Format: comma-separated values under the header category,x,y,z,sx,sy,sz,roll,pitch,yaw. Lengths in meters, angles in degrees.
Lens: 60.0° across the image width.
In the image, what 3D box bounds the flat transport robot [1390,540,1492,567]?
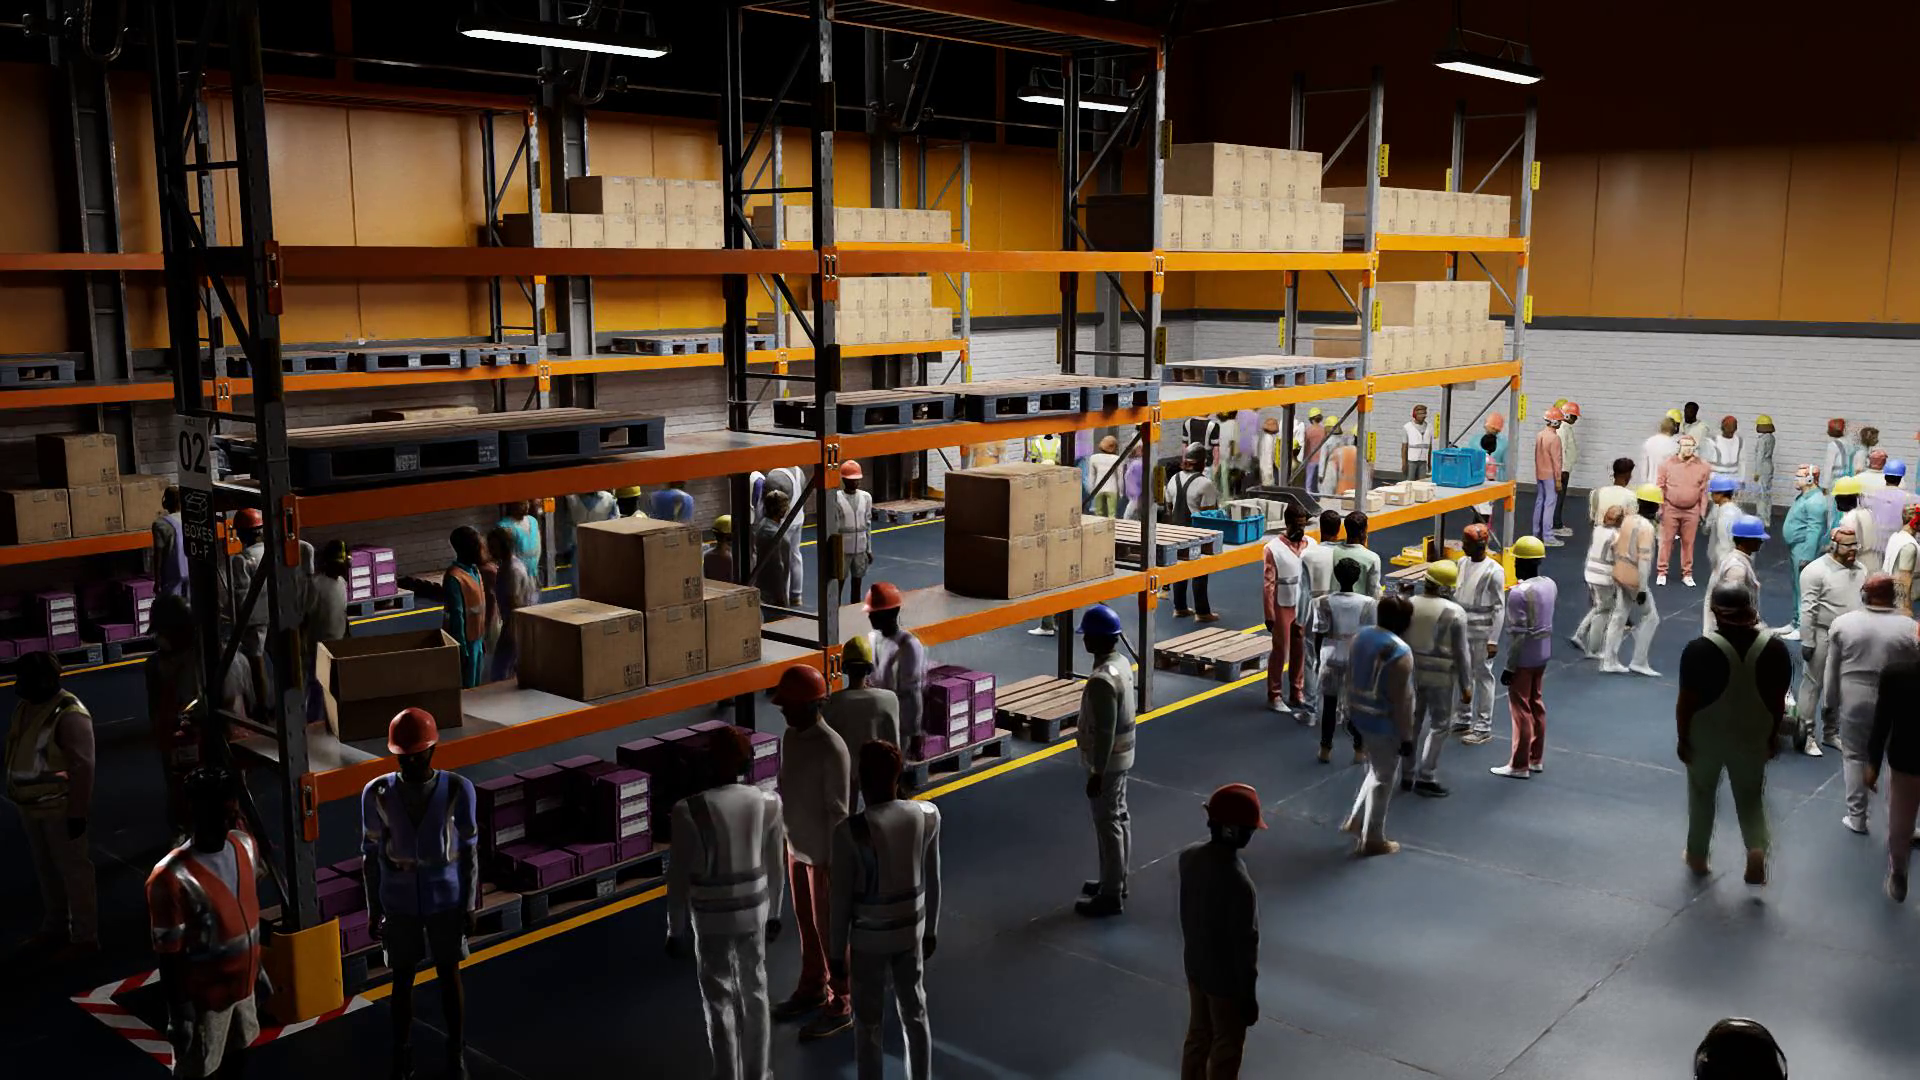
category,x,y,z,sx,sy,sz,roll,pitch,yaw
flat transport robot,6.499,0.189,22.432,1.431,0.197,0.652,-8,12,-40

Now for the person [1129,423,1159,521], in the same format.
category,x,y,z,sx,sy,sz,roll,pitch,yaw
person,2.833,-1.107,25.809,0.485,1.736,0.308,6,11,32

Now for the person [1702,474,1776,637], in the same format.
category,x,y,z,sx,sy,sz,roll,pitch,yaw
person,7.927,0.278,17.010,0.743,1.916,0.626,6,11,34

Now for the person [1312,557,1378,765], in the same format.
category,x,y,z,sx,sy,sz,roll,pitch,yaw
person,3.115,0.979,13.460,0.535,1.700,0.318,2,10,11

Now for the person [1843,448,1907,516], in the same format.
category,x,y,z,sx,sy,sz,roll,pitch,yaw
person,10.644,-0.125,19.418,0.639,1.913,0.407,3,10,15

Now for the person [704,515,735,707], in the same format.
category,x,y,z,sx,sy,sz,roll,pitch,yaw
person,-2.165,0.643,15.302,0.353,1.757,0.524,-8,12,-40

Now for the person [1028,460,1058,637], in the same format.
category,x,y,z,sx,sy,sz,roll,pitch,yaw
person,0.967,0.086,18.107,0.366,1.926,0.593,7,12,37

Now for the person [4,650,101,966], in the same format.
category,x,y,z,sx,sy,sz,roll,pitch,yaw
person,-5.286,1.542,9.670,0.635,1.842,0.429,6,11,33

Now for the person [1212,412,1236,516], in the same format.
category,x,y,z,sx,sy,sz,roll,pitch,yaw
person,4.150,-1.276,26.500,0.395,1.849,0.522,-7,12,-34

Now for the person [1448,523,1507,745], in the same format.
category,x,y,z,sx,sy,sz,roll,pitch,yaw
person,4.353,0.784,14.069,0.360,1.886,0.574,-3,10,-19

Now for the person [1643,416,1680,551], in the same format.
category,x,y,z,sx,sy,sz,roll,pitch,yaw
person,9.787,-0.775,23.276,0.677,1.920,0.633,-4,10,-23

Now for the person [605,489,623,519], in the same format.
category,x,y,z,sx,sy,sz,roll,pitch,yaw
person,-4.356,-0.215,20.764,0.307,1.639,0.524,-5,11,-28

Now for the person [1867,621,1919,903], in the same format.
category,x,y,z,sx,sy,sz,roll,pitch,yaw
person,5.937,1.391,10.180,0.696,1.972,0.521,4,10,22

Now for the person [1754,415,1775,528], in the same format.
category,x,y,z,sx,sy,sz,roll,pitch,yaw
person,12.282,-1.052,25.478,0.321,1.736,0.485,9,13,42

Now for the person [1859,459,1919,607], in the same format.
category,x,y,z,sx,sy,sz,roll,pitch,yaw
person,10.032,0.094,18.001,0.605,1.948,0.403,6,11,33

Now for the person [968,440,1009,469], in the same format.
category,x,y,z,sx,sy,sz,roll,pitch,yaw
person,0.468,-1.103,25.291,0.641,1.893,0.727,8,12,39

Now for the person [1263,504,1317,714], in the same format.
category,x,y,z,sx,sy,sz,roll,pitch,yaw
person,2.971,0.614,15.030,0.597,1.907,0.402,-6,11,-32

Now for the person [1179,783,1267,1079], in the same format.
category,x,y,z,sx,sy,sz,roll,pitch,yaw
person,1.206,1.949,7.530,0.338,1.742,0.562,-4,10,-20

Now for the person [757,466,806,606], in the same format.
category,x,y,z,sx,sy,sz,roll,pitch,yaw
person,-2.112,-0.189,19.415,0.536,2.000,0.684,5,11,25

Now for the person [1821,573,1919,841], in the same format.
category,x,y,z,sx,sy,sz,roll,pitch,yaw
person,6.517,1.176,11.811,0.734,1.873,0.500,7,12,37

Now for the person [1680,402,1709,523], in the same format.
category,x,y,z,sx,sy,sz,roll,pitch,yaw
person,11.353,-1.195,25.827,0.391,1.911,0.584,-4,10,-23

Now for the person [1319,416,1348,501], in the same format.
category,x,y,z,sx,sy,sz,roll,pitch,yaw
person,5.643,-1.015,25.254,0.485,1.736,0.322,-5,11,-28

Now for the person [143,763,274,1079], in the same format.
category,x,y,z,sx,sy,sz,roll,pitch,yaw
person,-3.182,1.907,7.126,0.367,1.963,0.609,2,10,13

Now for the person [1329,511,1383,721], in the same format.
category,x,y,z,sx,sy,sz,roll,pitch,yaw
person,3.398,0.699,14.476,0.381,1.918,0.596,-9,13,-43

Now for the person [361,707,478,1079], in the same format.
category,x,y,z,sx,sy,sz,roll,pitch,yaw
person,-2.620,1.756,8.107,0.545,1.939,0.354,-2,10,-12

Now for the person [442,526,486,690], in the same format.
category,x,y,z,sx,sy,sz,roll,pitch,yaw
person,-4.049,0.836,13.647,0.381,1.921,0.596,0,10,-2

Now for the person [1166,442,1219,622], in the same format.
category,x,y,z,sx,sy,sz,roll,pitch,yaw
person,2.691,-0.100,18.880,0.537,2.000,0.682,-7,12,-36

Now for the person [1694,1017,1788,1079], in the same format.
category,x,y,z,sx,sy,sz,roll,pitch,yaw
person,2.239,2.306,4.886,0.629,1.909,0.739,3,10,20

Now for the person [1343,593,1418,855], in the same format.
category,x,y,z,sx,sy,sz,roll,pitch,yaw
person,2.897,1.262,11.386,0.440,1.823,0.640,-2,10,-14

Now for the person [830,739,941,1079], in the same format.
category,x,y,z,sx,sy,sz,roll,pitch,yaw
person,-0.344,1.846,7.748,0.577,1.879,0.338,-6,11,-32

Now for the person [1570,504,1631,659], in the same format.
category,x,y,z,sx,sy,sz,roll,pitch,yaw
person,6.569,0.430,16.962,0.365,1.620,0.531,-1,10,-8

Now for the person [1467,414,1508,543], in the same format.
category,x,y,z,sx,sy,sz,roll,pitch,yaw
person,7.512,-0.851,23.708,0.630,1.930,1.048,7,12,38

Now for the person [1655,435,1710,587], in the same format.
category,x,y,z,sx,sy,sz,roll,pitch,yaw
person,9.051,-0.368,20.870,0.643,1.913,0.410,2,10,11

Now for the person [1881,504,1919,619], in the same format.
category,x,y,z,sx,sy,sz,roll,pitch,yaw
person,8.766,0.568,15.512,0.394,1.836,0.561,4,10,22

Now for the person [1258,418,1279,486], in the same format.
category,x,y,z,sx,sy,sz,roll,pitch,yaw
person,4.808,-1.110,26.177,0.412,1.614,0.556,0,10,1

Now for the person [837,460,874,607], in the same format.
category,x,y,z,sx,sy,sz,roll,pitch,yaw
person,-1.178,0.094,18.028,0.547,1.938,0.378,-6,11,-31

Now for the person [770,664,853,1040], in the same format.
category,x,y,z,sx,sy,sz,roll,pitch,yaw
person,-0.793,1.622,8.779,0.409,1.986,0.620,-6,11,-32

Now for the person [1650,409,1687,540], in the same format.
category,x,y,z,sx,sy,sz,roll,pitch,yaw
person,10.395,-0.959,24.352,0.594,1.924,0.382,-2,10,-13
